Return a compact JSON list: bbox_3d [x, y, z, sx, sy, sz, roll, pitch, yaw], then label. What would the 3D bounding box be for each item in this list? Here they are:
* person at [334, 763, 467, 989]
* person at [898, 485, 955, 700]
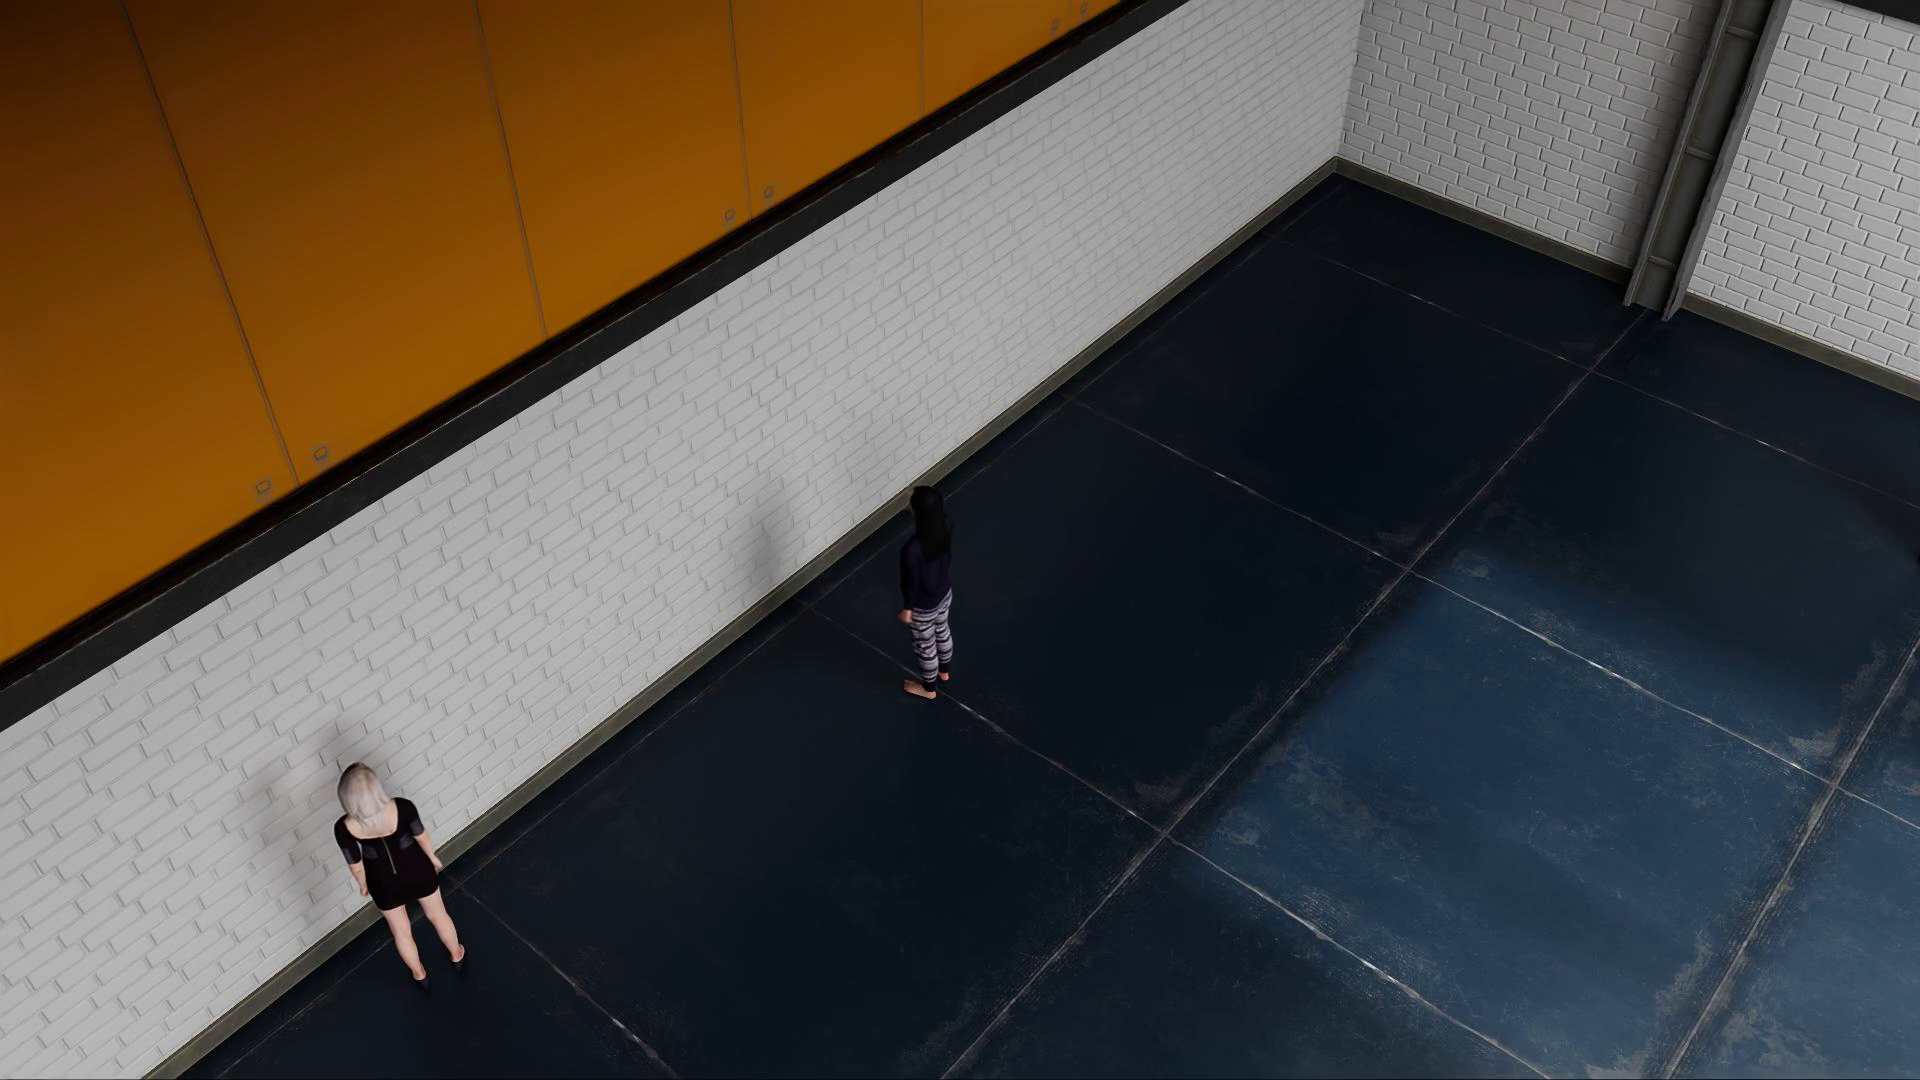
[{"bbox_3d":[-2.975,1.778,8.825,0.648,1.829,0.630,-19,47,-19],"label":"person"},{"bbox_3d":[-0.195,0.324,10.419,0.544,1.735,0.623,25,49,24],"label":"person"}]
